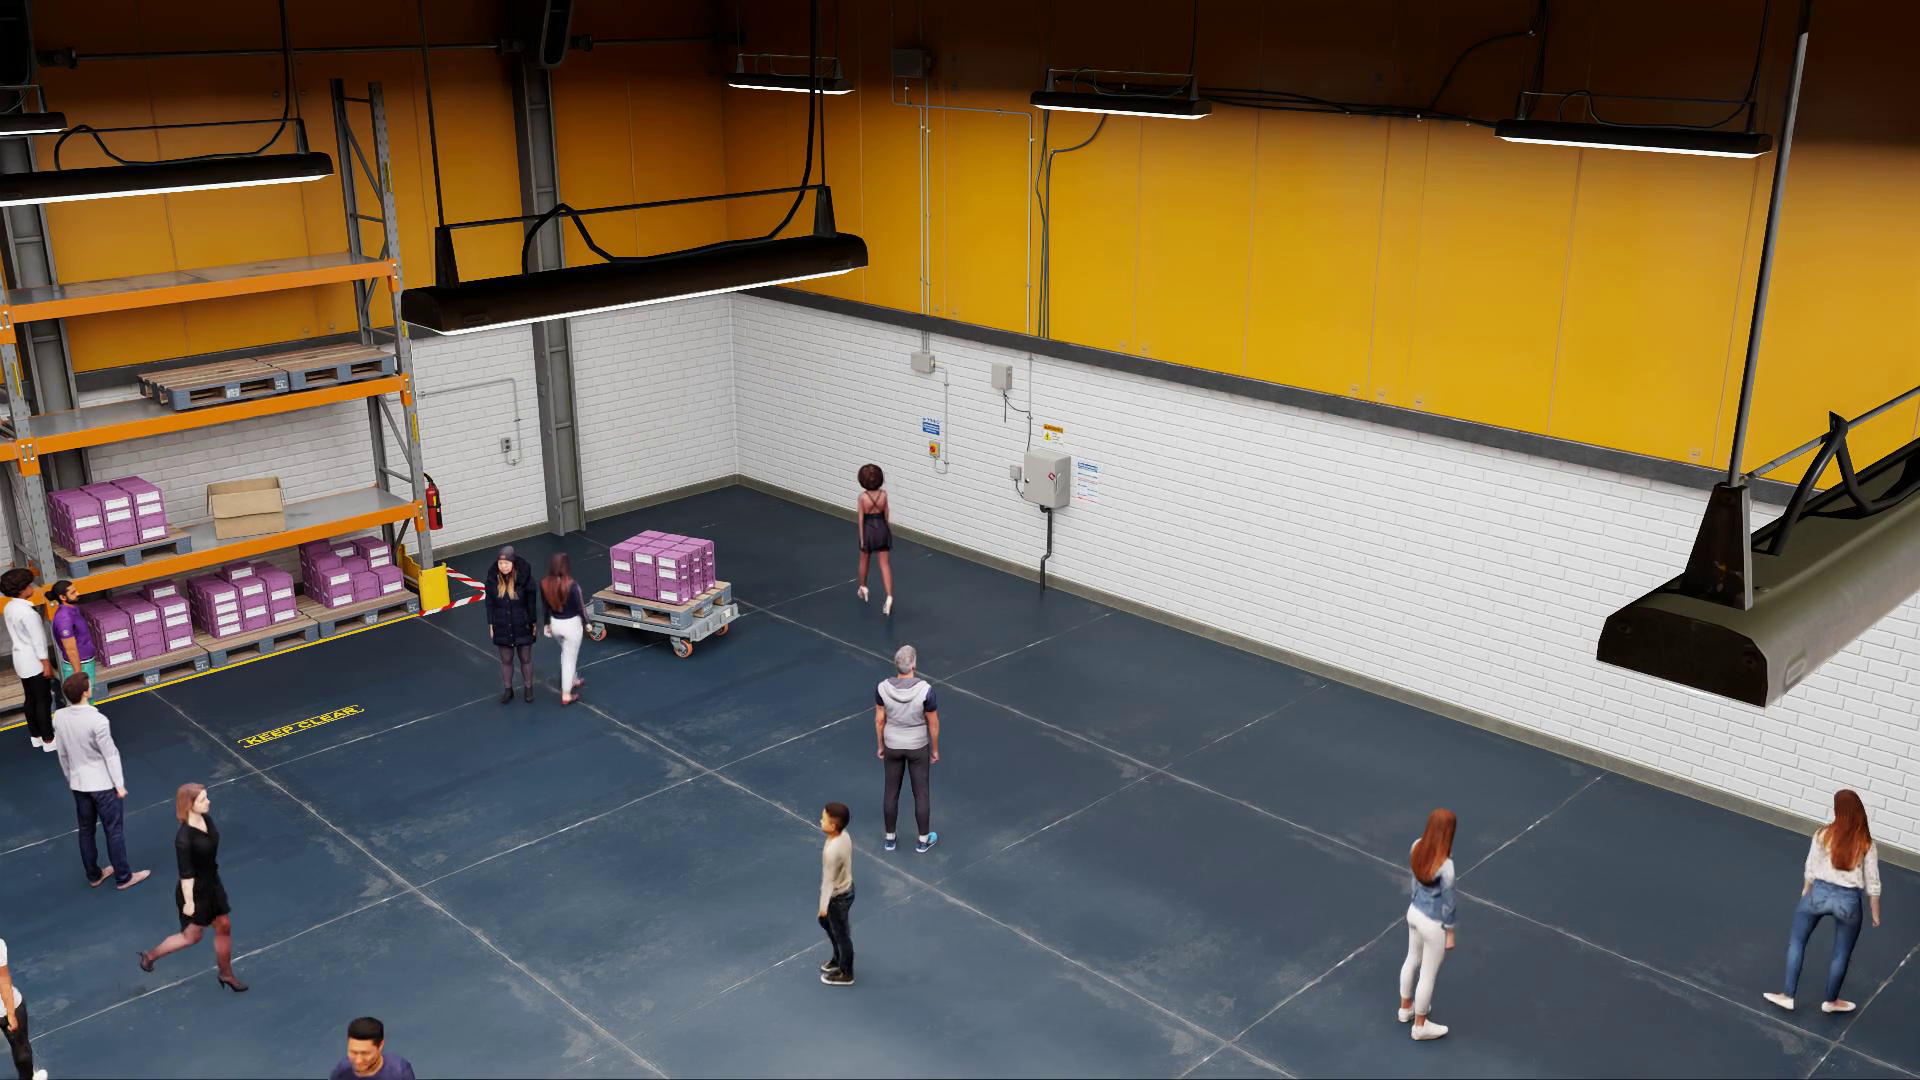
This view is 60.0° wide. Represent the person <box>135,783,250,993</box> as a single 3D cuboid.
[{"bbox_3d":[-5.528,2.524,11.909,1.042,1.677,0.992,0,19,0],"label":"person"}]

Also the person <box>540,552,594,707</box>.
[{"bbox_3d":[-4.010,0.920,16.803,0.762,1.593,0.875,8,20,23],"label":"person"}]

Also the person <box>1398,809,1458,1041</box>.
[{"bbox_3d":[3.234,2.646,11.506,0.688,1.702,0.692,-6,19,-16],"label":"person"}]

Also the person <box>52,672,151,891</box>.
[{"bbox_3d":[-6.977,1.936,13.380,0.764,1.852,0.763,5,19,14],"label":"person"}]

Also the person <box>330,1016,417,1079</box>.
[{"bbox_3d":[-3.215,3.353,9.304,0.768,1.767,0.820,1,19,4],"label":"person"}]

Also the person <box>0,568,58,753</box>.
[{"bbox_3d":[-8.846,1.132,15.836,0.647,1.809,0.593,14,23,36],"label":"person"}]

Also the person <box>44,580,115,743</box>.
[{"bbox_3d":[-8.315,1.211,15.664,0.680,1.768,0.693,-9,21,-25],"label":"person"}]

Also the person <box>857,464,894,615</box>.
[{"bbox_3d":[-0.945,0.027,19.212,1.102,1.748,0.953,-6,19,-17],"label":"person"}]

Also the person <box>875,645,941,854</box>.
[{"bbox_3d":[-0.450,1.751,13.965,0.771,1.829,0.779,3,19,10],"label":"person"}]

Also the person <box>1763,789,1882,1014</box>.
[{"bbox_3d":[6.186,2.569,11.714,0.729,1.715,0.833,-14,23,-36],"label":"person"}]

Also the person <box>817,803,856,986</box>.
[{"bbox_3d":[-0.821,2.576,12.096,0.714,1.459,0.641,2,19,5],"label":"person"}]

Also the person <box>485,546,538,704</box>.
[{"bbox_3d":[-4.530,0.852,16.879,0.783,1.674,0.854,-2,19,-5],"label":"person"}]
